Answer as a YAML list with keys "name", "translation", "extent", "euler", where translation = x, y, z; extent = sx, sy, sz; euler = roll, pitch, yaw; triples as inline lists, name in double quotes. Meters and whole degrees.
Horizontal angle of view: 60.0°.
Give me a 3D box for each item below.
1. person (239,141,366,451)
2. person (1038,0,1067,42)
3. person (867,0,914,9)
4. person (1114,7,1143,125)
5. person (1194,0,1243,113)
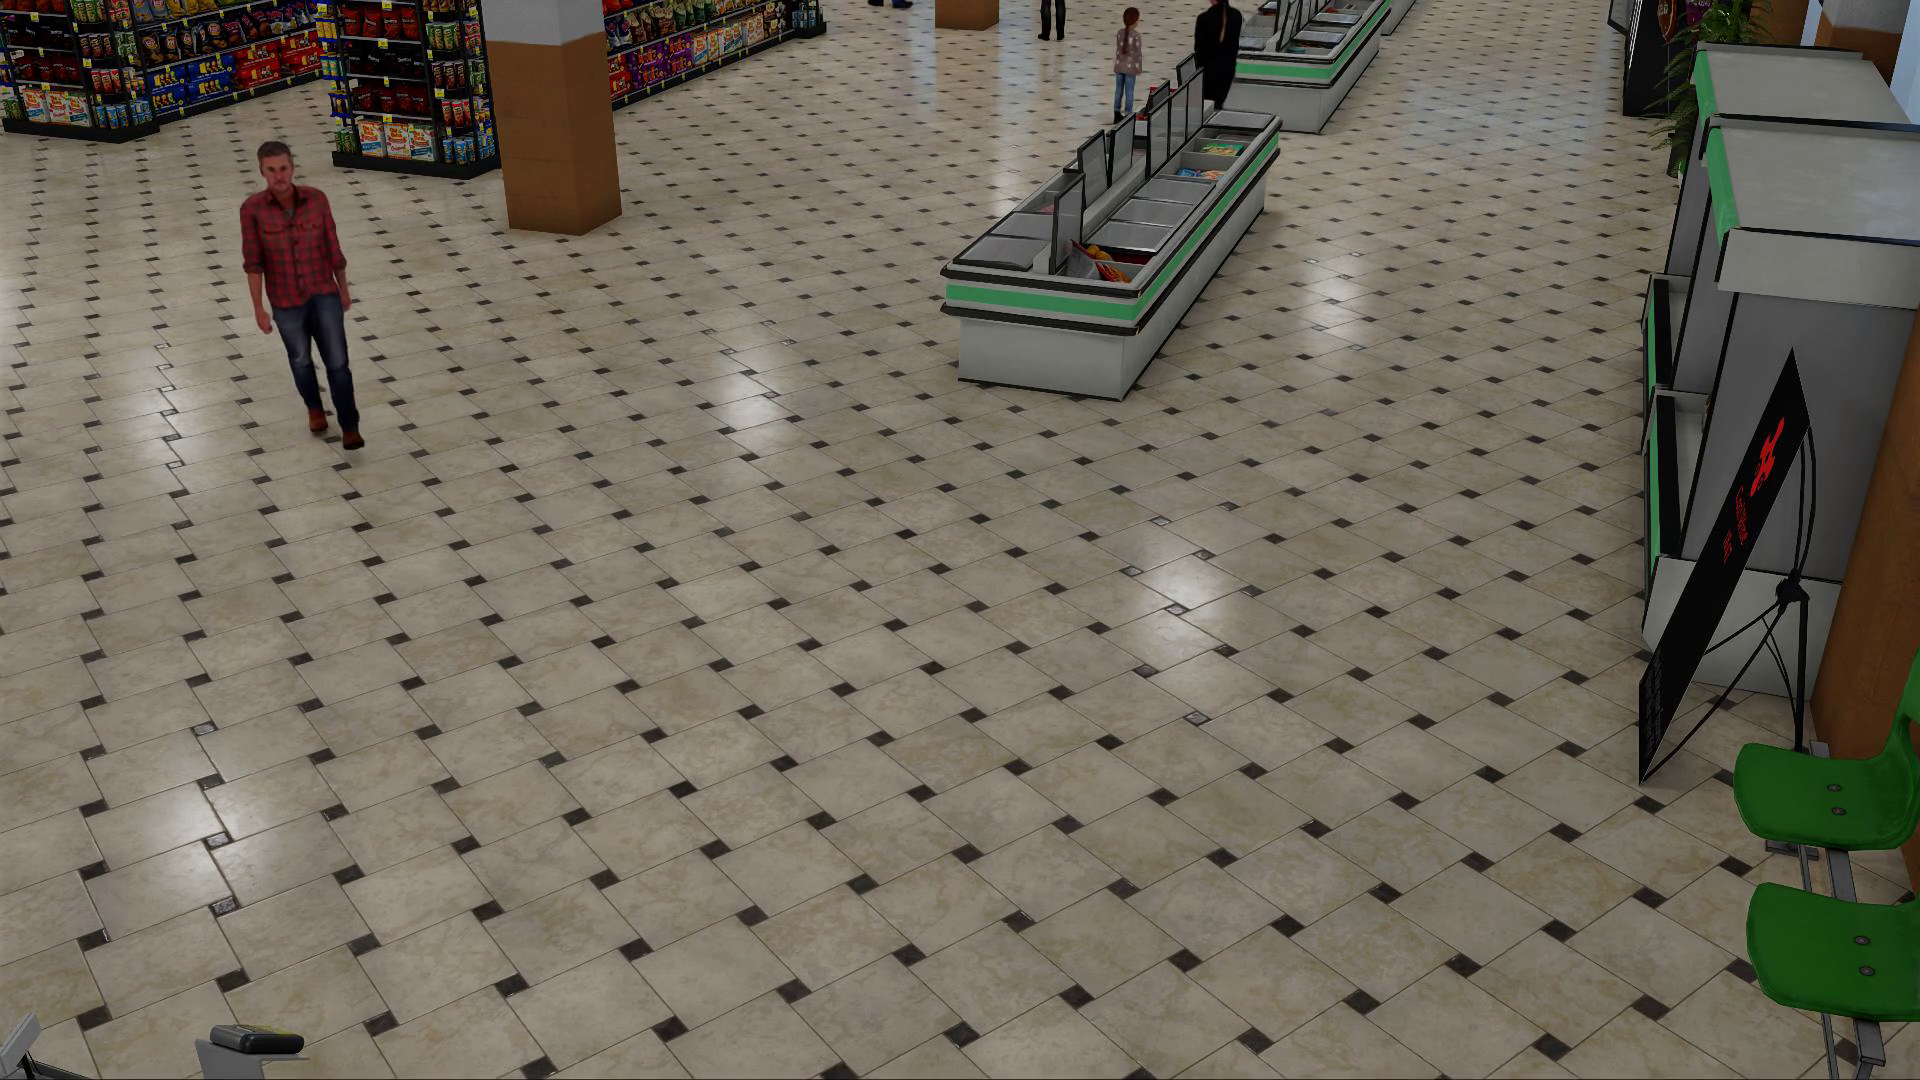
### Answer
- name: "person"
  translation: [-3.873, -1.444, 9.773]
  extent: [1.190, 1.791, 1.248]
  euler: [-12, 29, -23]
- name: "person"
  translation: [1.208, -7.417, 21.528]
  extent: [0.743, 1.812, 0.739]
  euler: [-4, 27, -8]
- name: "person"
  translation: [-0.967, -8.554, 23.799]
  extent: [0.828, 1.786, 0.546]
  euler: [17, 32, 30]
- name: "person"
  translation: [1.733, -4.929, 17.304]
  extent: [0.529, 1.195, 0.548]
  euler: [21, 34, 35]
- name: "person"
  translation: [2.465, -4.471, 15.885]
  extent: [0.923, 1.661, 0.983]
  euler: [-12, 29, -23]
